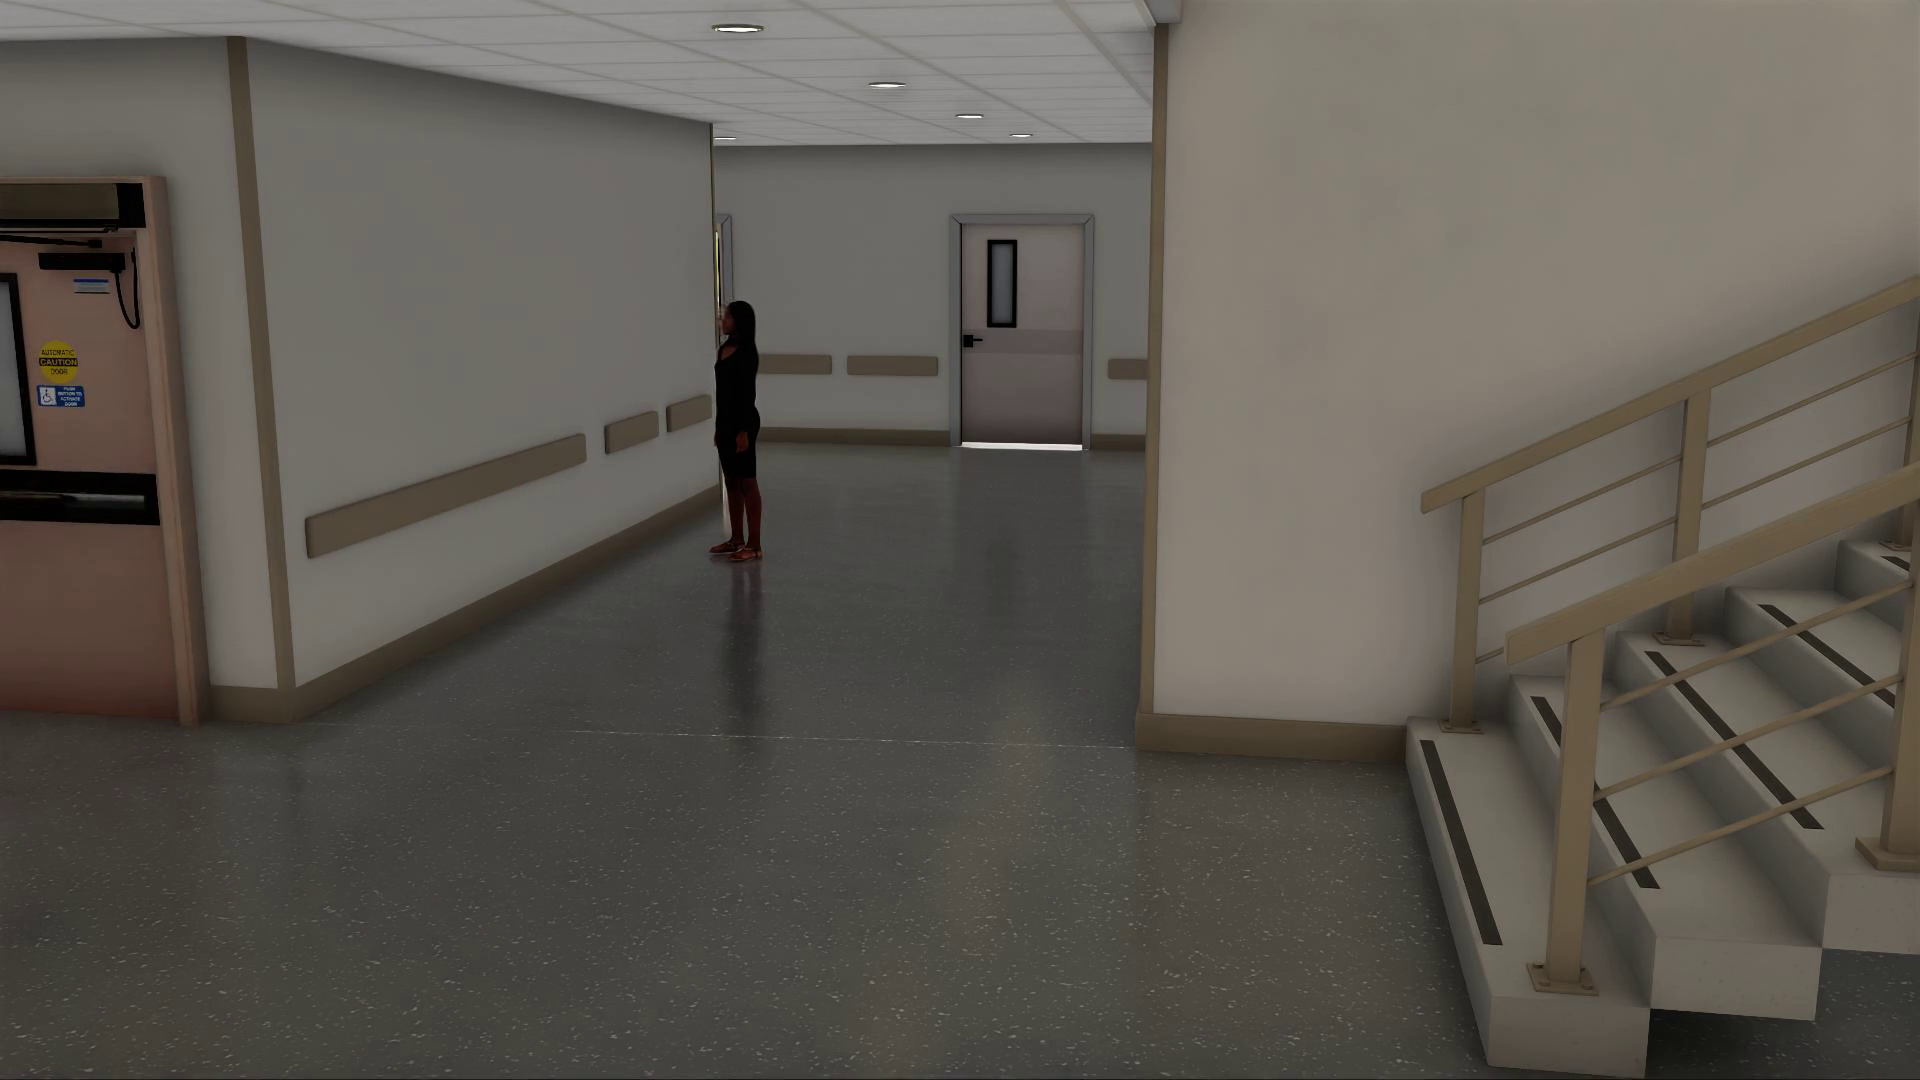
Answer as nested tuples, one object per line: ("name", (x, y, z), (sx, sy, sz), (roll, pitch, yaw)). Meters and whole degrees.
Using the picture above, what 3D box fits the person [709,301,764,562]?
("person", (-1.487, -0.732, 11.095), (0.729, 1.720, 0.678), (-7, 13, -32))
